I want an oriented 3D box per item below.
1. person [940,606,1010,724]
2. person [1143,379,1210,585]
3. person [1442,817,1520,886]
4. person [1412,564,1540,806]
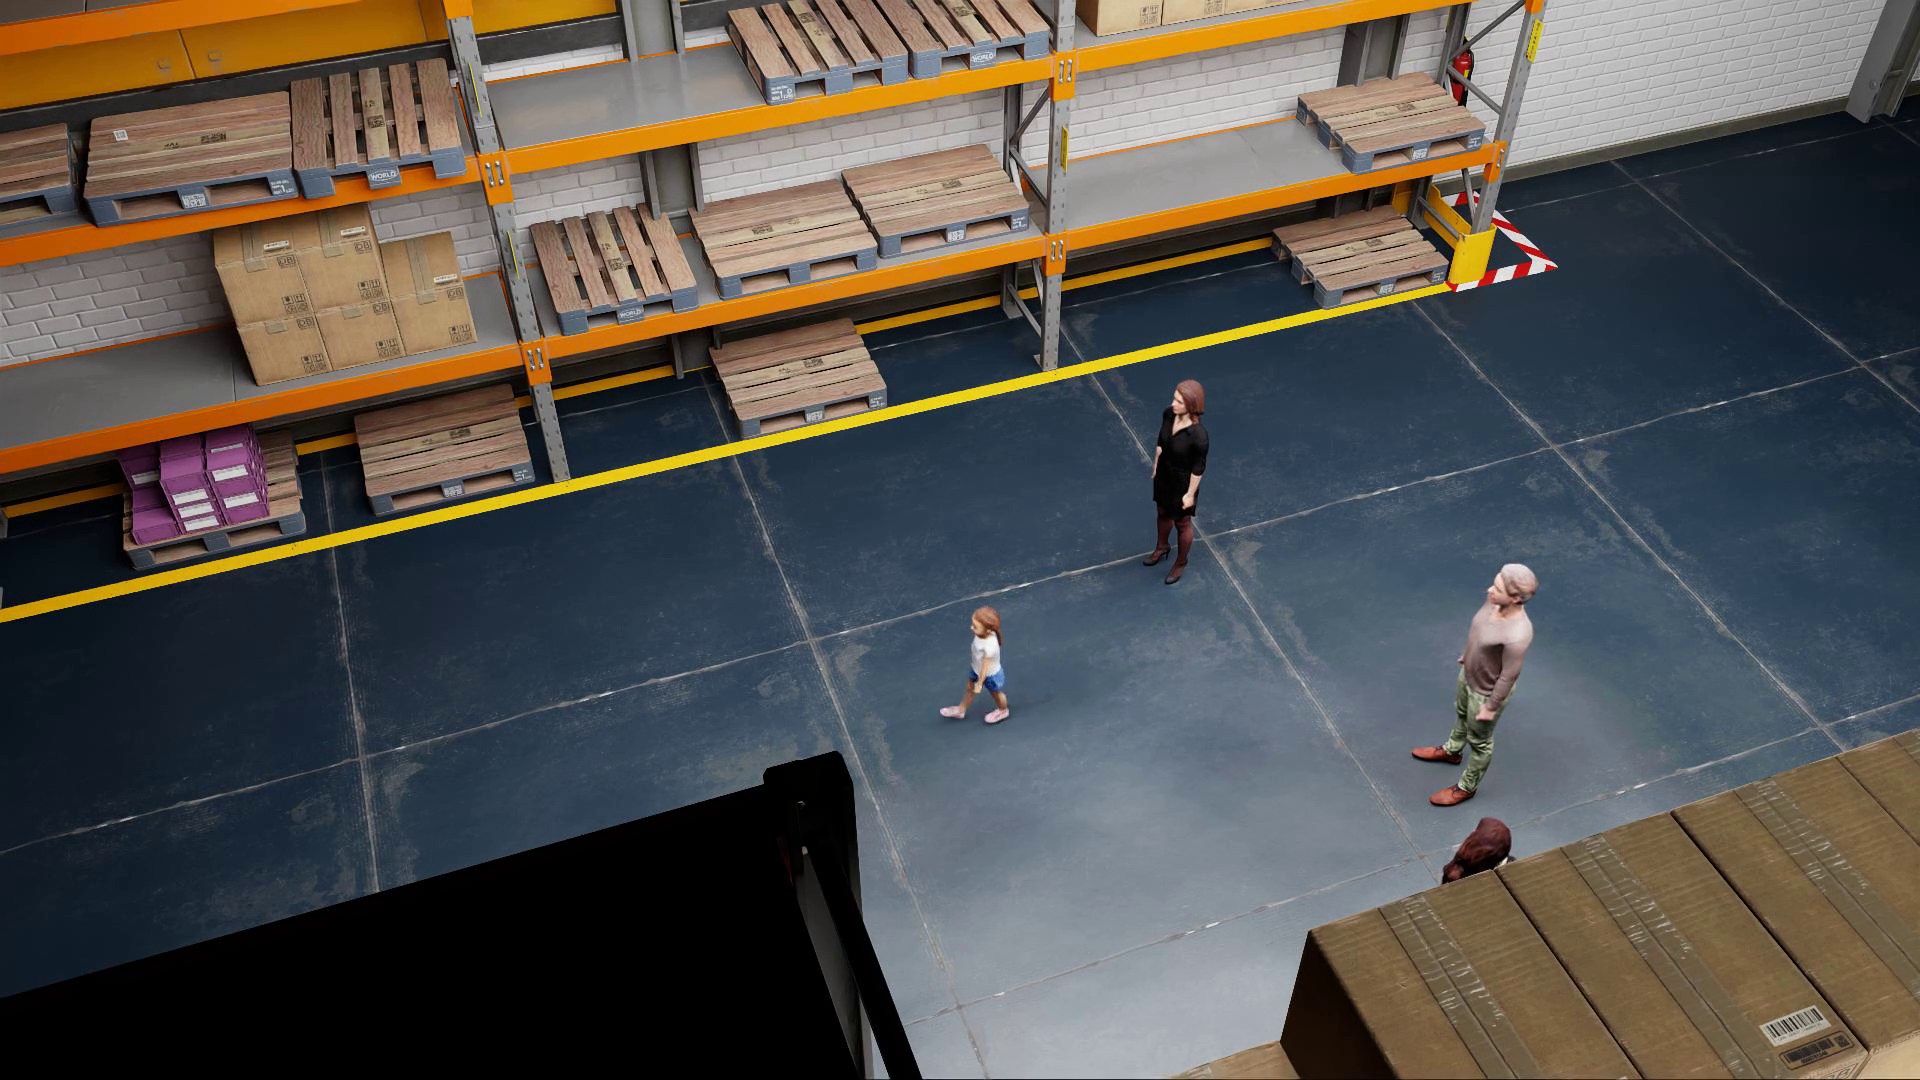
[{"bbox_3d":[0.218,0.806,10.582,0.662,1.001,0.449,-13,45,-13],"label":"person"},{"bbox_3d":[1.486,-0.407,11.343,0.578,1.707,0.633,-26,49,-24],"label":"person"},{"bbox_3d":[2.613,2.047,8.704,0.413,1.796,0.644,-15,46,-15],"label":"person"},{"bbox_3d":[3.133,0.839,9.914,0.694,1.875,0.731,-3,44,-3],"label":"person"}]
